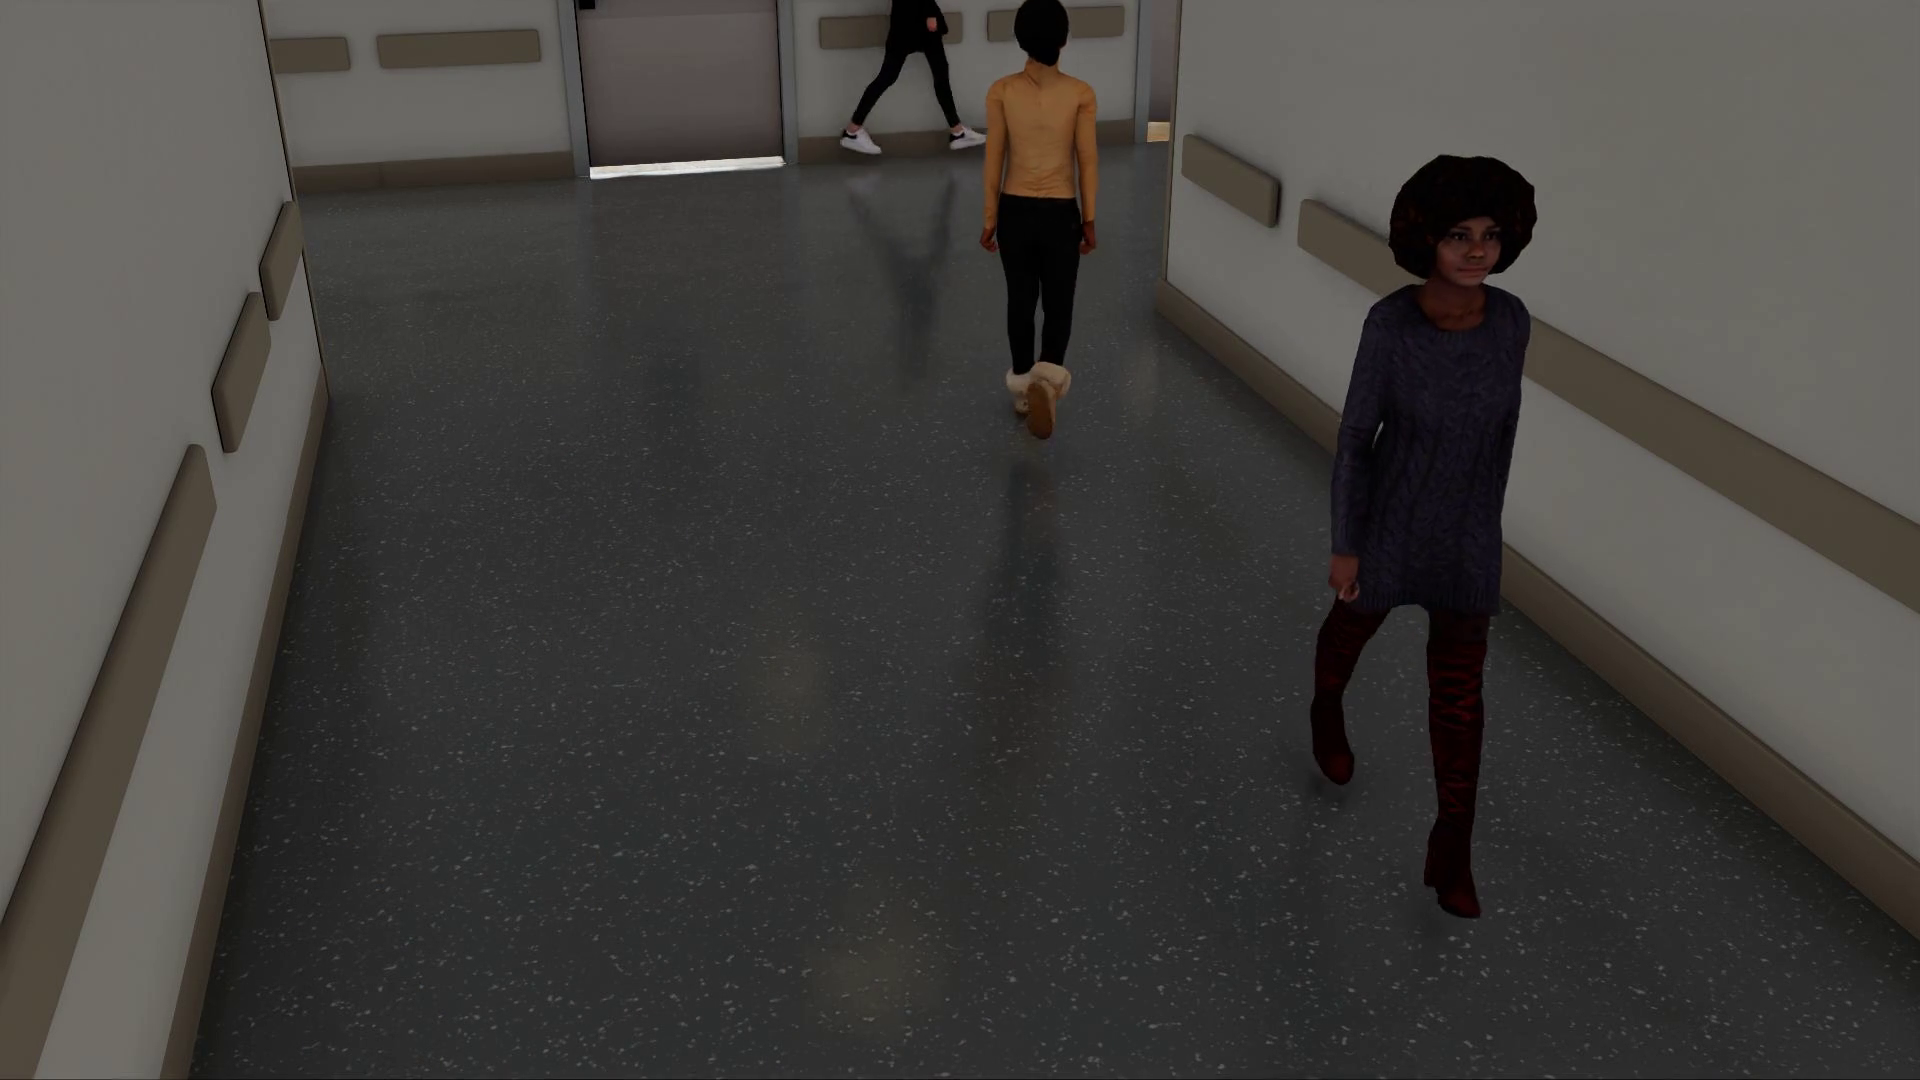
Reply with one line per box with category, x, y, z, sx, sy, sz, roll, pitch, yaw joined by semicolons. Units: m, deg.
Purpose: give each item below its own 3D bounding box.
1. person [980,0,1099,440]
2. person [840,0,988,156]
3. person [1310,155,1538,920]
person;0.292;-1.180;6.276;0.994;1.639;0.904;4;26;8
person;-0.399;-3.261;10.464;1.259;1.749;0.778;-2;26;-4
person;1.029;-0.045;3.891;1.057;1.665;0.781;-3;26;-5
